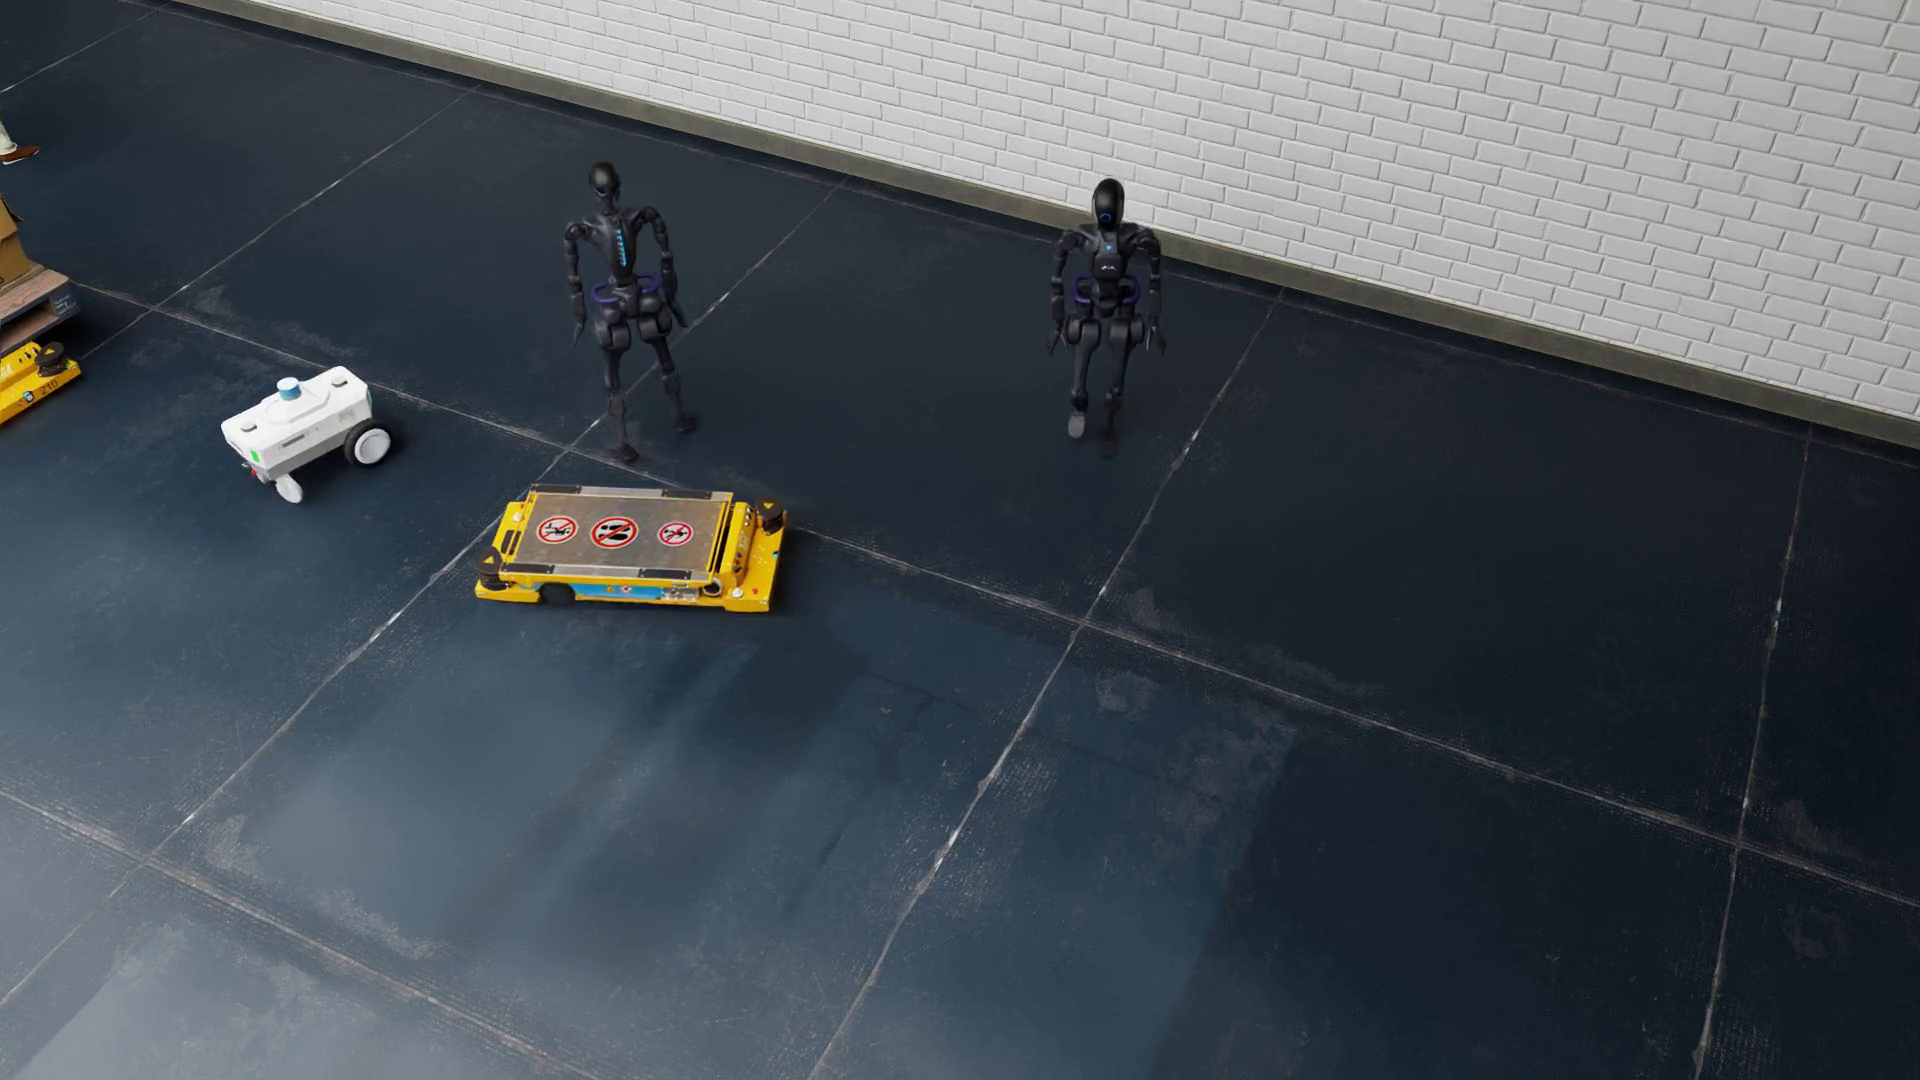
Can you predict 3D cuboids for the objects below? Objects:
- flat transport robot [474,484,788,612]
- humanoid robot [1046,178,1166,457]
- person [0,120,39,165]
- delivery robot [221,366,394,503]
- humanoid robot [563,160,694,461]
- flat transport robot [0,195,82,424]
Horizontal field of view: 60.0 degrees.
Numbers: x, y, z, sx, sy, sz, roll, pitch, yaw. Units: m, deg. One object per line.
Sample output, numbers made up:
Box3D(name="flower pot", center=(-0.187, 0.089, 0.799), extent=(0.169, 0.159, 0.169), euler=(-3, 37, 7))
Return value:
Box3D(name="flat transport robot", center=(-1.609, 0.039, 8.213), extent=(1.431, 0.231, 0.659), euler=(2, 43, 3))
Box3D(name="humanoid robot", center=(0.749, -1.132, 8.442), extent=(0.613, 1.646, 0.382), euler=(1, 43, 1))
Box3D(name="person", center=(-6.477, -3.206, 10.708), extent=(0.498, 1.633, 0.282), euler=(17, 46, 18))
Box3D(name="delivery robot", center=(-3.394, -0.587, 8.686), extent=(0.524, 0.606, 0.777), euler=(33, 52, 31))
Box3D(name="humanoid robot", center=(-1.684, -1.154, 8.469), extent=(0.600, 1.638, 0.392), euler=(-19, 46, -19))
Box3D(name="flat transport robot", center=(-5.727, -1.055, 9.394), extent=(1.431, 0.231, 0.659), euler=(22, 47, 22))
